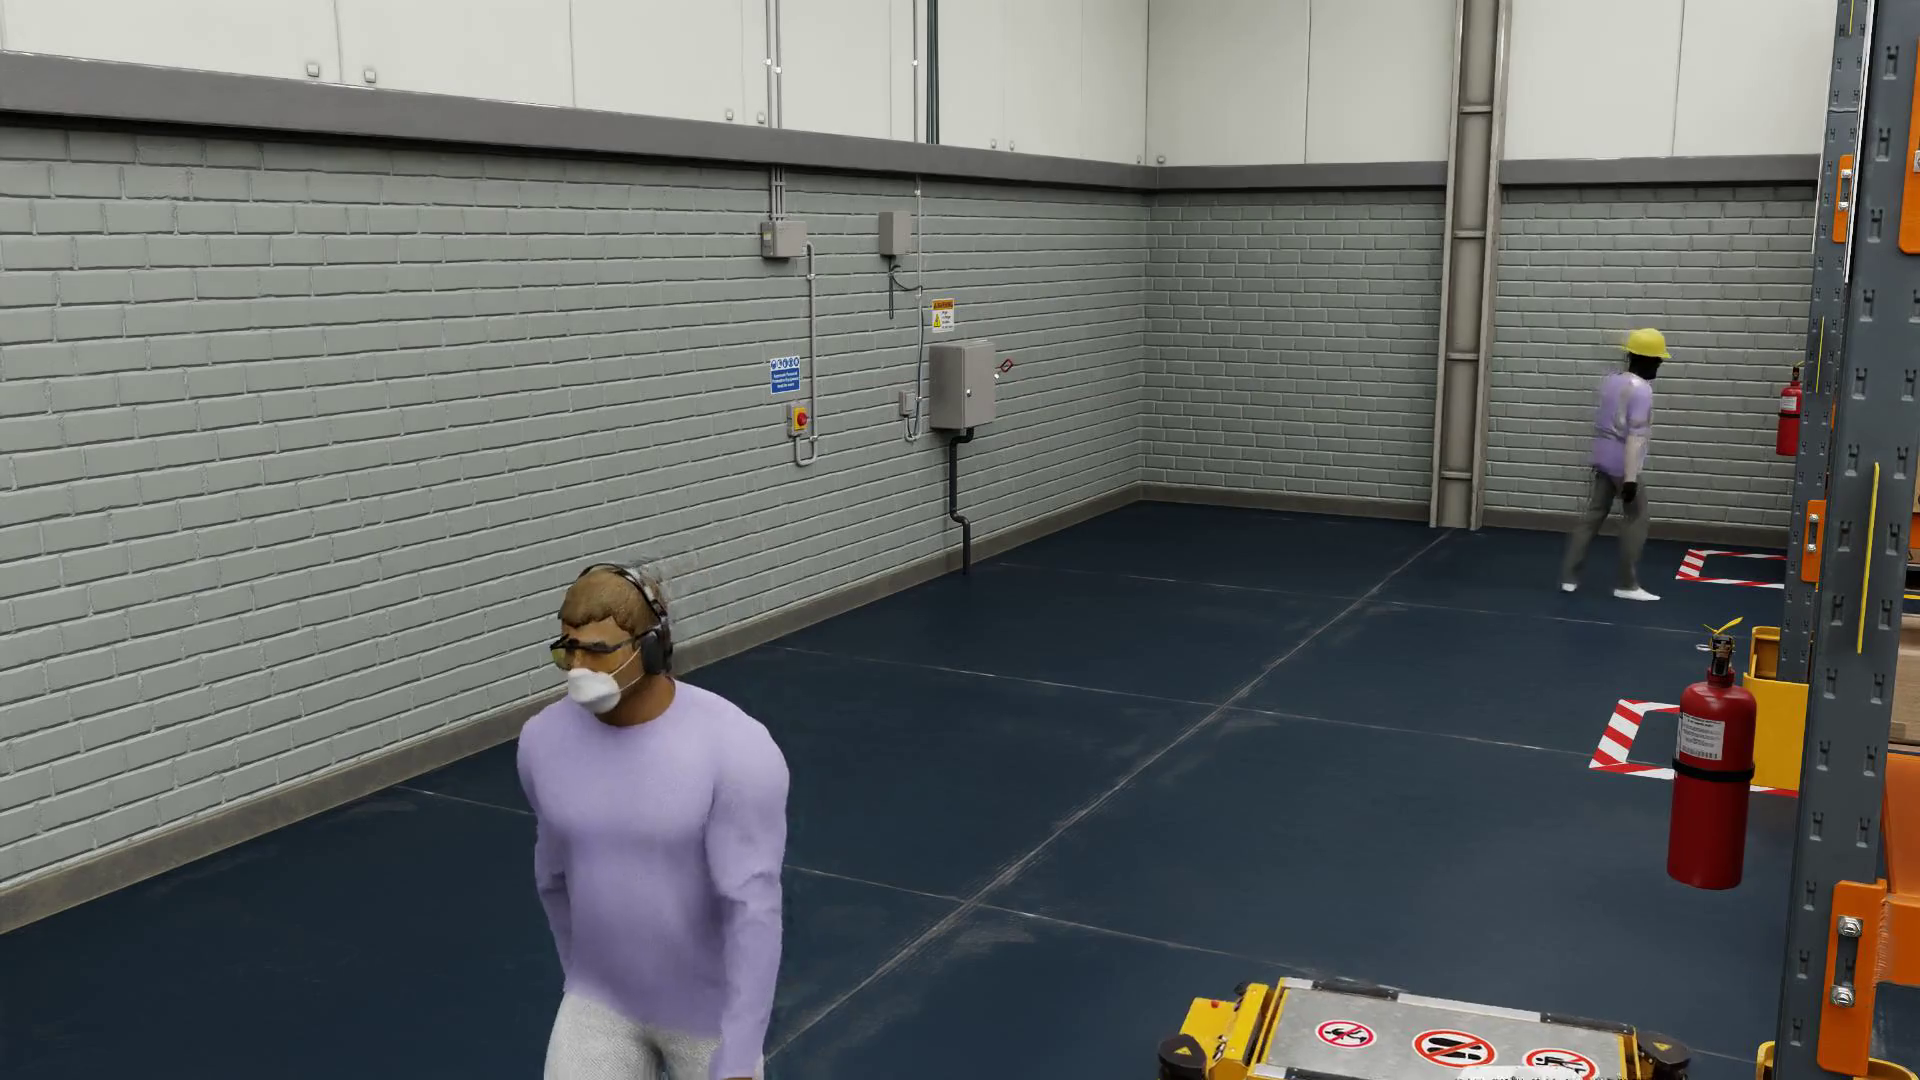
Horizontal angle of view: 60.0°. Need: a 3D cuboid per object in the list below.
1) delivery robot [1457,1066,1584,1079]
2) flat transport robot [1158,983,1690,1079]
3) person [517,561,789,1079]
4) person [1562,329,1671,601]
[{"bbox_3d":[1.407,1.494,3.894,0.477,0.478,0.707,0,10,0],"label":"delivery robot"},{"bbox_3d":[1.317,1.529,4.738,1.431,0.197,0.652,4,11,19],"label":"flat transport robot"},{"bbox_3d":[-0.608,0.953,3.493,0.637,1.895,1.011,3,11,17],"label":"person"},{"bbox_3d":[4.538,-0.518,11.534,0.598,1.888,0.636,0,10,-3],"label":"person"}]
